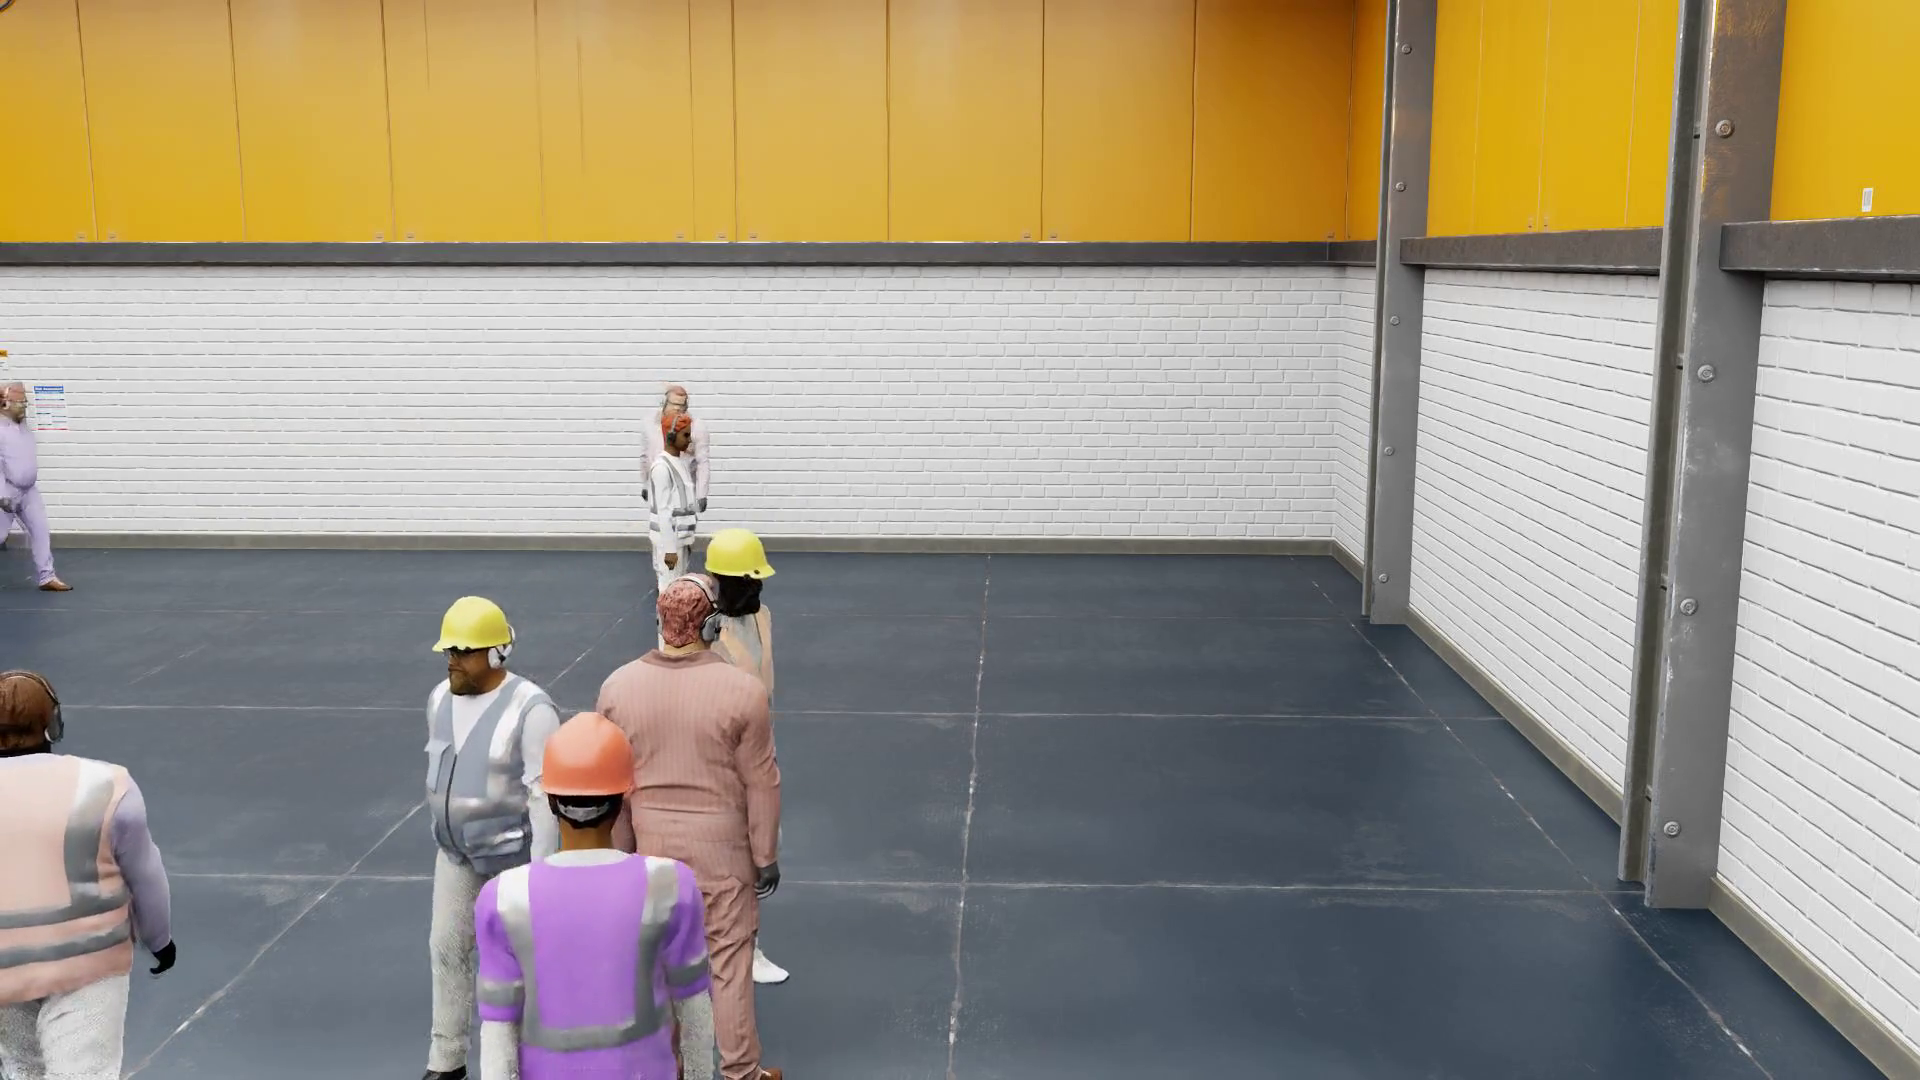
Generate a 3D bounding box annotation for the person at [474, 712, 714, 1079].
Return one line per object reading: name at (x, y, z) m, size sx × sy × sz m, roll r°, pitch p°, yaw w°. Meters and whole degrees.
person at (-0.889, 1.370, 4.112) m, size 0.563 × 1.887 × 1.004 m, roll -2°, pitch 10°, yaw -9°

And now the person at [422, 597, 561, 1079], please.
person at (-1.675, 1.073, 6.080) m, size 0.599 × 1.798 × 0.882 m, roll 5°, pitch 11°, yaw 26°

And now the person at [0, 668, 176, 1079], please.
person at (-2.716, 1.256, 5.010) m, size 0.623 × 1.790 × 0.959 m, roll -2°, pitch 10°, yaw -12°

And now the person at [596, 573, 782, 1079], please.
person at (-0.918, 1.061, 5.825) m, size 0.639 × 1.909 × 0.409 m, roll 2°, pitch 10°, yaw 13°

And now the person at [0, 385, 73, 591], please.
person at (-8.476, -0.448, 14.780) m, size 0.915 × 1.867 × 0.627 m, roll 2°, pitch 10°, yaw 10°

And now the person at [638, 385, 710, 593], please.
person at (-2.547, -0.457, 14.858) m, size 0.667 × 1.852 × 0.703 m, roll 0°, pitch 10°, yaw 0°

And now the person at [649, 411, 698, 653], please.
person at (-2.055, 0.012, 12.022) m, size 0.356 × 1.887 × 0.573 m, roll 0°, pitch 10°, yaw 0°

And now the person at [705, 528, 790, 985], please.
person at (-0.985, 0.877, 6.893) m, size 0.598 × 1.905 × 0.596 m, roll 4°, pitch 11°, yaw 23°
